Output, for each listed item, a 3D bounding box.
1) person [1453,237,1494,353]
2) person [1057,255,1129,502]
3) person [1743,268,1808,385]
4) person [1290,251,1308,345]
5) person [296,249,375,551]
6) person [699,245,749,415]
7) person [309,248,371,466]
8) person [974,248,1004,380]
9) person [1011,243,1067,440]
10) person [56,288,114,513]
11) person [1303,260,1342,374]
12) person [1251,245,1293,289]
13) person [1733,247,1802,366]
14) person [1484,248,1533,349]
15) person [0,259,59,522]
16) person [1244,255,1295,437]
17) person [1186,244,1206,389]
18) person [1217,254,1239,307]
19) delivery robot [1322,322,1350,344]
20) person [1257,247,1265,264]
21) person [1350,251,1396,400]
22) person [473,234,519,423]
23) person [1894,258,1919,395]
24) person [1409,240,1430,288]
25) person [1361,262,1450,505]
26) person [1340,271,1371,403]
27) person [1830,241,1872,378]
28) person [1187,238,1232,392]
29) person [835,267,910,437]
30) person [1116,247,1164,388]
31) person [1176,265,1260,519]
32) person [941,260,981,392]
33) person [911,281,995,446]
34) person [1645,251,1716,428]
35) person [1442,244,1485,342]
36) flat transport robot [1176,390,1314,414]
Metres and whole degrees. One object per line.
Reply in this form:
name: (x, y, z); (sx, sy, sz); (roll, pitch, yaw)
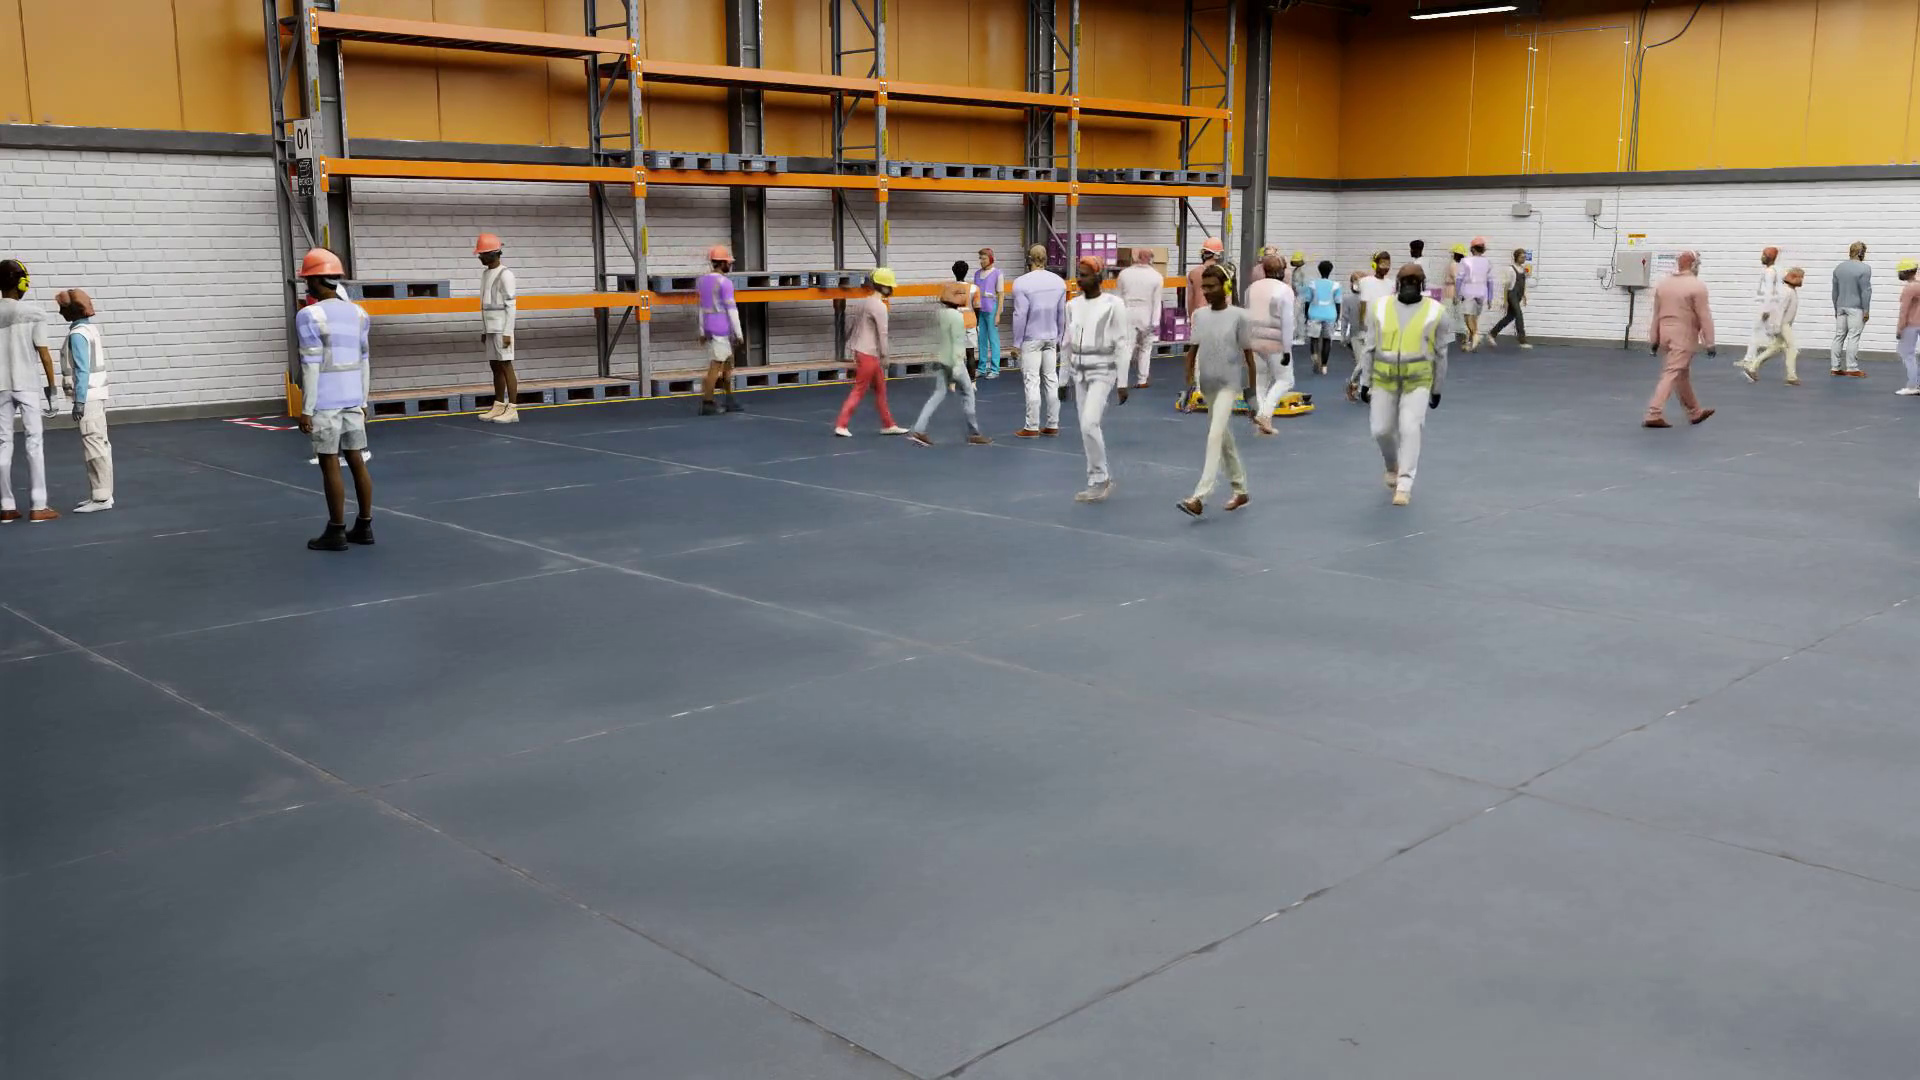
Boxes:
person: (8.885, -4.199, 28.592); (0.682, 1.996, 0.916); (-1, 10, -6)
person: (0.972, -1.203, 12.560); (0.495, 1.867, 0.615); (-9, 14, -41)
person: (11.150, -2.909, 22.664); (0.808, 1.596, 0.509); (7, 12, 33)
person: (6.152, -4.431, 30.540); (0.576, 1.719, 0.511); (-2, 11, -11)
person: (-4.050, -0.897, 10.722); (0.362, 1.934, 0.551); (5, 11, 25)
person: (-2.621, -2.368, 18.805); (0.798, 1.905, 0.562); (-8, 13, -37)
person: (-5.522, -1.601, 14.640); (0.431, 1.926, 0.594); (-5, 11, -25)
person: (0.396, -3.188, 23.471); (0.389, 1.842, 0.567); (-10, 14, -42)
person: (0.773, -1.967, 16.550); (0.631, 1.938, 0.362); (-7, 12, -33)
person: (-6.409, -1.020, 12.208); (0.308, 1.639, 0.510); (-4, 11, -20)
person: (5.243, -3.210, 24.072); (0.547, 1.675, 0.664); (2, 11, 13)
person: (4.828, -3.627, 25.784); (0.650, 1.884, 0.609); (2, 11, 10)
person: (12.440, -3.561, 25.480); (0.874, 1.856, 0.585); (8, 13, 38)
person: (9.900, -4.345, 29.918); (0.570, 1.803, 0.904); (-9, 14, -42)
person: (-6.658, -1.043, 11.754); (0.532, 1.852, 0.347); (-2, 11, -9)
person: (3.104, -1.929, 16.639); (0.445, 1.825, 0.643); (-8, 13, -38)
person: (3.220, -2.919, 21.775); (0.366, 1.927, 0.585); (-9, 13, -39)
person: (3.629, -3.211, 23.716); (0.651, 1.805, 0.860); (4, 11, 23)
delivery robot: (6.775, -3.680, 29.411); (0.707, 0.478, 0.477); (0, 10, 1)
person: (5.356, -4.309, 29.695); (0.600, 1.796, 0.836); (-7, 13, -34)
person: (4.913, -2.509, 19.772); (0.534, 1.845, 0.679); (-3, 11, -16)
person: (-5.026, -2.279, 17.987); (0.392, 2.035, 0.605); (-9, 14, -40)
person: (12.008, -2.694, 21.056); (0.457, 1.732, 0.559); (10, 14, 44)
person: (8.361, -4.514, 30.449); (0.676, 1.930, 0.666); (-10, 14, -44)
person: (3.388, -1.199, 12.668); (0.640, 1.825, 0.651); (5, 11, 24)
person: (4.816, -2.427, 19.997); (0.522, 1.588, 0.834); (7, 12, 33)
person: (12.710, -3.279, 23.711); (0.373, 1.937, 0.630); (-3, 11, -18)
person: (3.080, -2.714, 20.523); (0.633, 1.993, 0.534); (10, 15, 44)
person: (-0.926, -1.870, 16.672); (0.788, 1.719, 0.548); (-2, 11, -11)
person: (2.336, -2.897, 21.799); (0.651, 1.873, 0.772); (3, 11, 17)
person: (1.847, -1.066, 11.996); (1.017, 1.806, 0.501); (-10, 14, -43)
person: (0.011, -2.755, 21.502); (0.532, 1.697, 0.319); (-1, 10, -4)
person: (-0.098, -1.696, 16.010); (0.832, 1.593, 0.509); (-4, 11, -23)
person: (7.678, -2.111, 17.558); (1.005, 1.849, 0.674); (-3, 11, -18)
person: (9.234, -4.542, 30.817); (0.983, 1.860, 0.581); (4, 11, 23)
flat transport robot: (3.264, -1.596, 19.077); (1.431, 0.197, 0.652); (6, 12, 28)
